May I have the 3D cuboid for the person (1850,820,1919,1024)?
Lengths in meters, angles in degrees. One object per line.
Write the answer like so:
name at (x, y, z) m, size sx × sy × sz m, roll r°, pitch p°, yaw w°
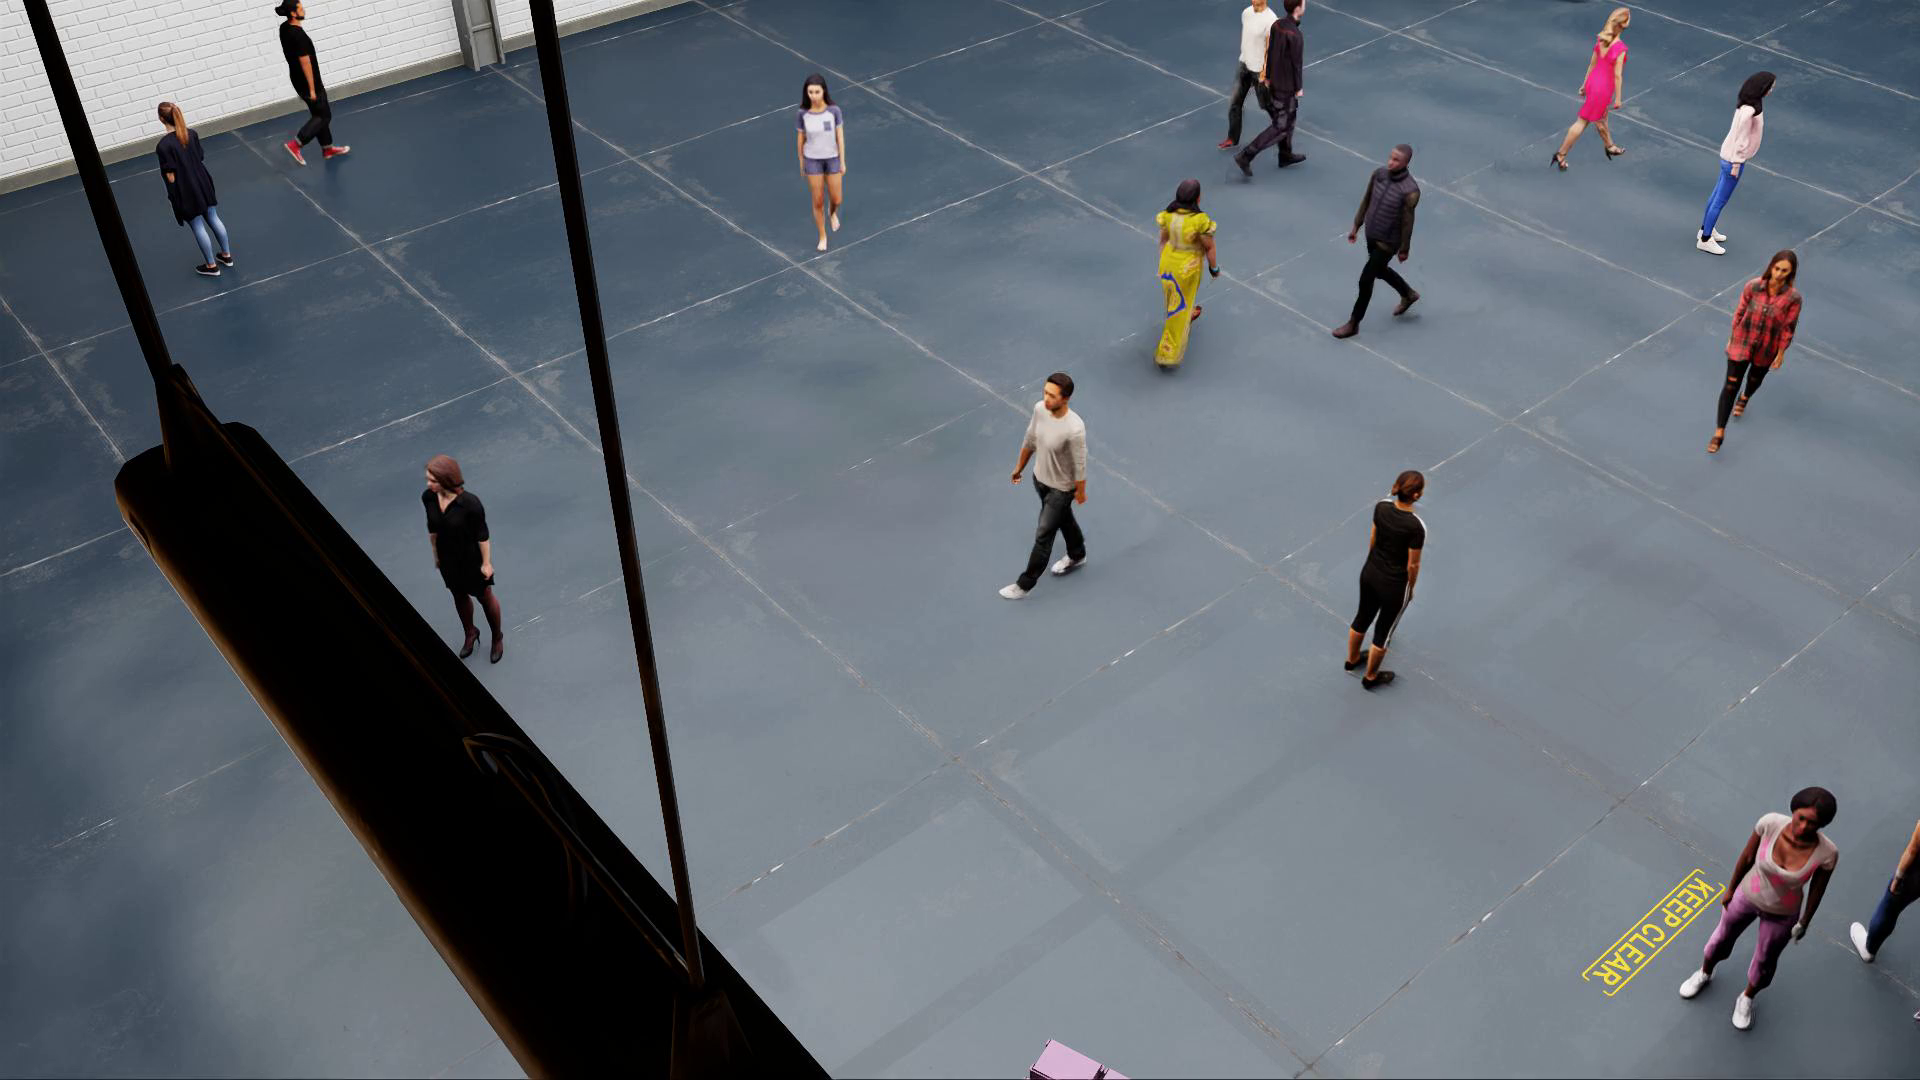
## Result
person at (5.233, 1.876, 8.887) m, size 0.976 × 1.699 × 1.069 m, roll 5°, pitch 39°, yaw 6°

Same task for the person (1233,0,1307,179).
person at (3.213, -4.558, 16.794) m, size 1.254 × 1.884 × 1.008 m, roll -10°, pitch 40°, yaw -12°

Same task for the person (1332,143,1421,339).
person at (3.748, -2.613, 14.426) m, size 1.256 × 1.800 × 0.923 m, roll -14°, pitch 41°, yaw -17°

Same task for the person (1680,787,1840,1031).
person at (4.270, 1.920, 8.800) m, size 0.606 × 1.739 × 0.569 m, roll 29°, pitch 47°, yaw 32°

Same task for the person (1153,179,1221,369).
person at (1.841, -2.222, 14.085) m, size 0.919 × 1.616 × 1.253 m, roll 29°, pitch 47°, yaw 31°

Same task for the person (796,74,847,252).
person at (-1.296, -3.602, 15.728) m, size 0.782 × 1.722 × 0.837 m, roll -2°, pitch 39°, yaw -2°

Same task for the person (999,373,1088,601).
person at (0.749, -0.446, 11.734) m, size 1.091 × 1.773 × 0.744 m, roll -21°, pitch 43°, yaw -24°

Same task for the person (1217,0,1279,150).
person at (3.167, -4.969, 17.397) m, size 1.078 × 1.775 × 0.647 m, roll -30°, pitch 47°, yaw -32°

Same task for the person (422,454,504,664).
person at (-3.304, 0.117, 11.085) m, size 0.663 × 1.704 × 0.677 m, roll 11°, pitch 40°, yaw 13°

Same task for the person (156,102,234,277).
person at (-7.063, -3.238, 15.302) m, size 0.765 × 1.684 × 0.630 m, roll 18°, pitch 42°, yaw 21°

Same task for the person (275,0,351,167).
person at (-6.763, -4.667, 17.047) m, size 0.907 × 1.741 × 0.632 m, roll -29°, pitch 47°, yaw -31°

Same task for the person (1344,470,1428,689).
person at (2.806, 0.254, 10.947) m, size 0.577 × 1.663 × 0.608 m, roll -21°, pitch 43°, yaw -24°

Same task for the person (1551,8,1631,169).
person at (6.433, -4.564, 16.958) m, size 1.125 × 1.689 × 0.936 m, roll -6°, pitch 39°, yaw -7°

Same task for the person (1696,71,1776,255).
person at (7.282, -3.579, 15.664) m, size 0.782 × 1.766 × 0.650 m, roll 14°, pitch 41°, yaw 17°

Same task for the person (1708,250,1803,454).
person at (6.340, -1.550, 13.204) m, size 0.834 × 1.665 × 1.173 m, roll 22°, pitch 44°, yaw 25°
